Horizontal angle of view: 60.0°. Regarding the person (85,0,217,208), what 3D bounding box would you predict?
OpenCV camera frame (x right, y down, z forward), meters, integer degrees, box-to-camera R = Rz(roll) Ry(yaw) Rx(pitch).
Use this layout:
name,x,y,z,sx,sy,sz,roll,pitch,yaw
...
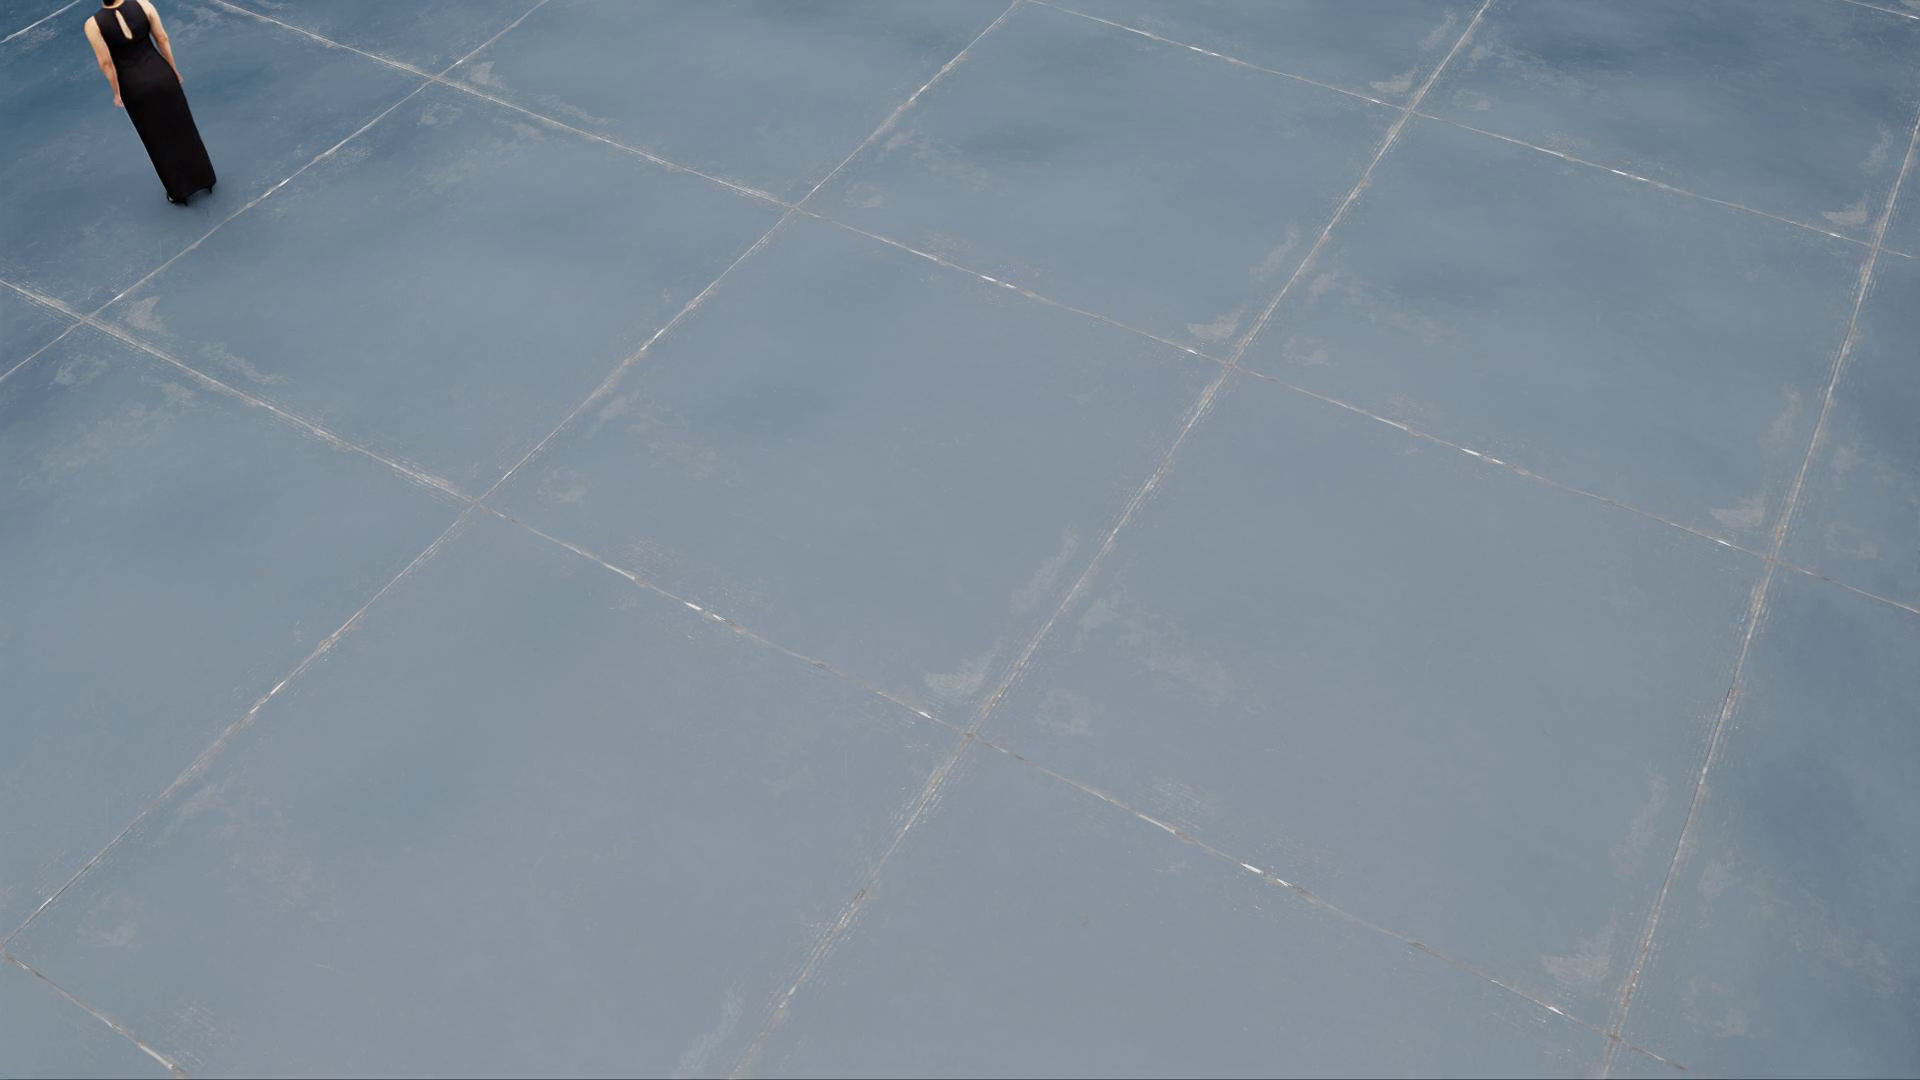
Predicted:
name,x,y,z,sx,sy,sz,roll,pitch,yaw
person,-4.884,-2.732,10.001,0.632,1.604,0.604,-34,56,-27
